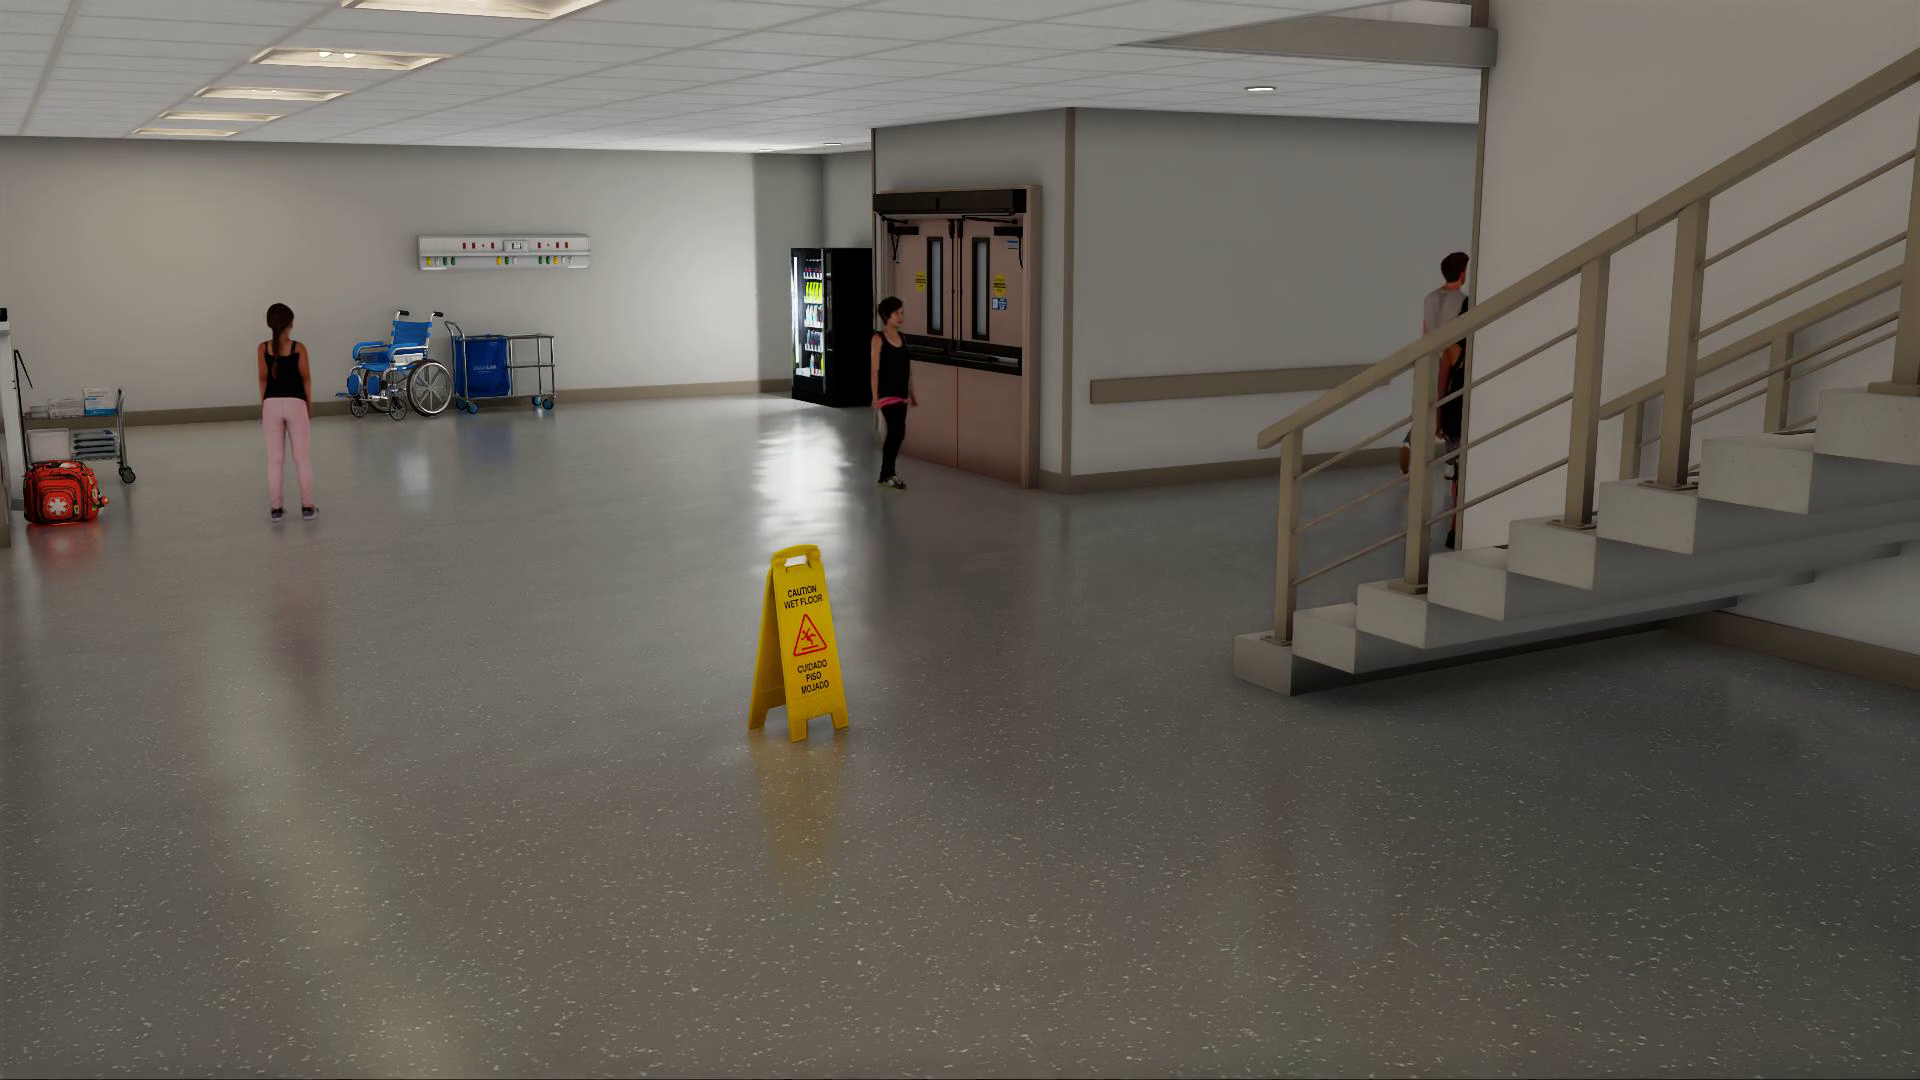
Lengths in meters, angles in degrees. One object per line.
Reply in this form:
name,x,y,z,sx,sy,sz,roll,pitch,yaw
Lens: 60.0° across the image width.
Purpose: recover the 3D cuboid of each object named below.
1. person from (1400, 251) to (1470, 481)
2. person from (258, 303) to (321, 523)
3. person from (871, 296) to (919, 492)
person,3.923,-1.398,13.630,0.872,1.878,1.103,-9,14,-39
person,-4.855,-0.923,11.974,0.550,1.563,0.566,-3,11,-15
person,-0.605,-1.172,13.338,0.728,1.542,0.675,6,12,29
